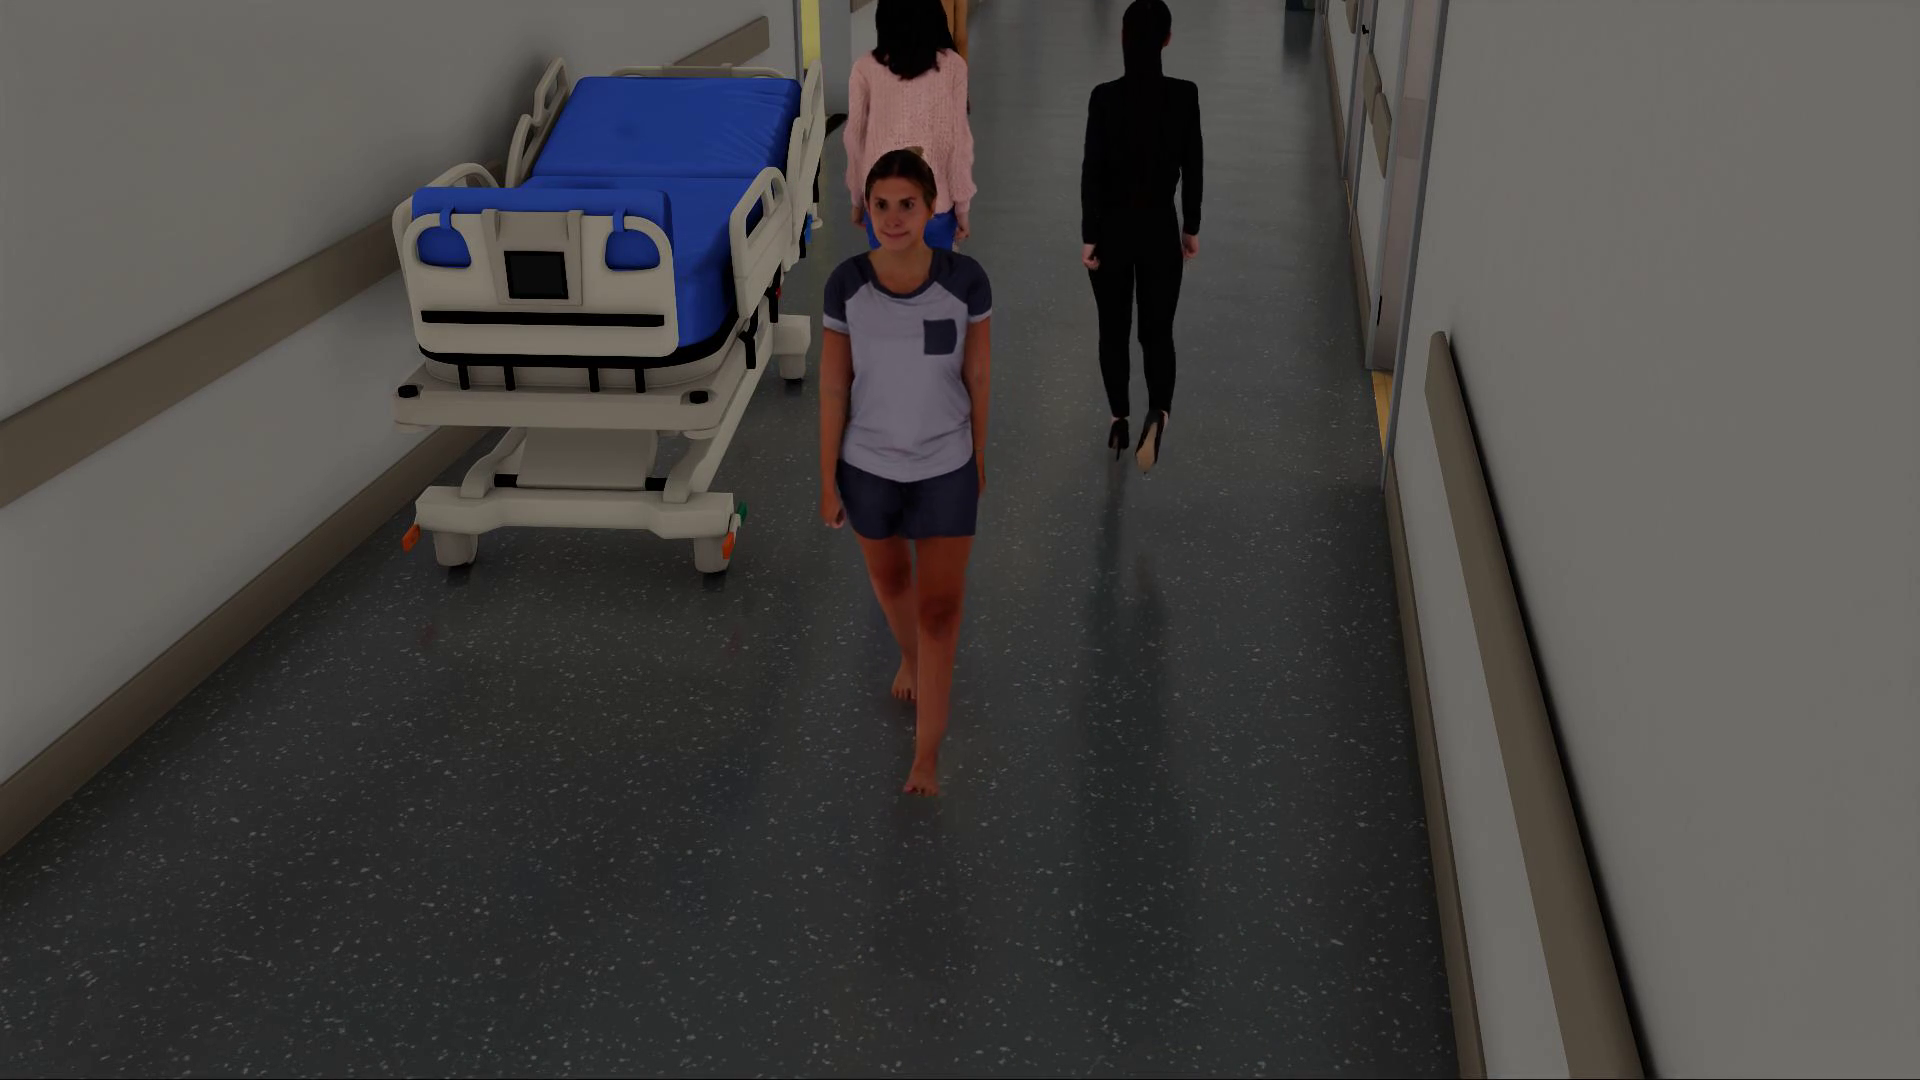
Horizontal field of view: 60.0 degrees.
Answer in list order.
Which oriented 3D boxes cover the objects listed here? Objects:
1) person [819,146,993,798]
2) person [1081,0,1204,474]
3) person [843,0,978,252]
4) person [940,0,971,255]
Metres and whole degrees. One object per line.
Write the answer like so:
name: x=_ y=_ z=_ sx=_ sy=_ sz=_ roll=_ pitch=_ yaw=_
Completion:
person: x=-0.132 y=-0.193 z=4.296 sx=0.977 sy=1.569 sz=0.700 roll=2 pitch=26 yaw=4
person: x=0.629 y=-0.994 z=5.815 sx=0.963 sy=1.692 sz=0.775 roll=-1 pitch=26 yaw=-1
person: x=-0.190 y=-1.166 z=6.145 sx=1.122 sy=1.715 sz=0.826 roll=2 pitch=26 yaw=4
person: x=-0.175 y=-2.308 z=8.599 sx=0.870 sy=1.641 sz=0.792 roll=-2 pitch=26 yaw=-3
